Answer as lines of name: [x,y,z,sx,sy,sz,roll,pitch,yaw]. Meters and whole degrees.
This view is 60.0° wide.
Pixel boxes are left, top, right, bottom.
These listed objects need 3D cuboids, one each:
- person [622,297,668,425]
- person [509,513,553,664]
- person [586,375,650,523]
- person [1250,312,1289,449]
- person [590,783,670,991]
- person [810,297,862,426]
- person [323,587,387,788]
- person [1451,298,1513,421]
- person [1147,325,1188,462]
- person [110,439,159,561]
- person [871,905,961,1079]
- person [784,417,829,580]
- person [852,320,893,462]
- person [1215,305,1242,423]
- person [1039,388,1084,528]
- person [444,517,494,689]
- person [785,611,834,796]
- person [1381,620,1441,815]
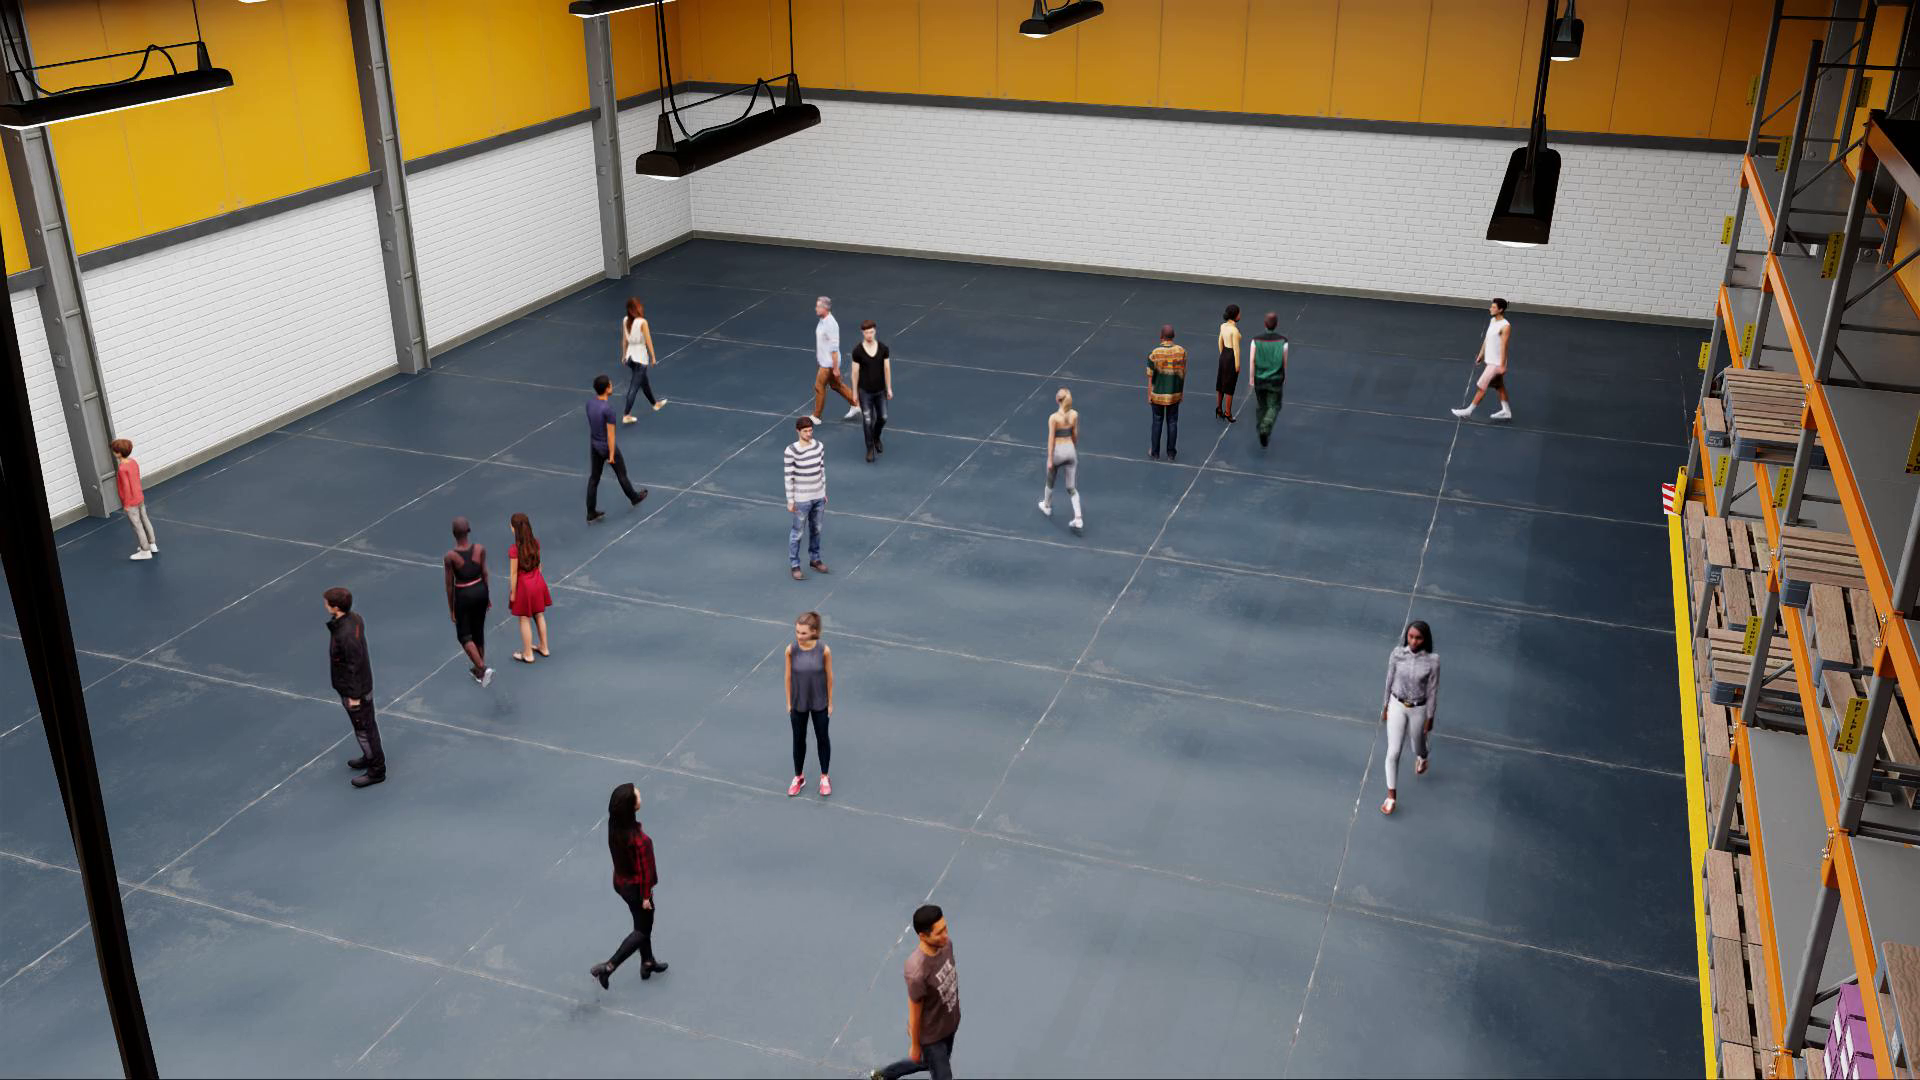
person: [-4.508,-2.438,22.941,0.821,1.738,1.174,16,28,32]
person: [-4.292,0.463,16.541,0.682,1.550,0.612,16,28,31]
person: [-4.303,-1.049,19.764,0.817,1.738,1.172,15,28,30]
person: [4.094,-2.107,22.078,0.632,1.824,0.999,8,25,18]
person: [-2.373,2.492,11.785,0.966,1.640,0.819,-20,31,-38]
person: [-1.719,-2.469,22.940,1.166,1.796,1.198,-6,24,-13]
person: [-5.230,1.243,14.392,0.850,1.840,0.773,-9,25,-20]
person: [7.478,-2.454,22.983,0.974,1.735,1.133,0,24,0]
person: [2.684,-1.914,21.657,0.780,1.806,0.785,-1,24,-2]
person: [-9.365,-0.473,18.848,0.639,1.417,0.509,-1,24,-1]
person: [-0.250,3.022,10.428,0.771,1.756,0.988,11,26,24]
person: [-1.691,-0.493,18.350,0.670,1.852,0.783,-16,28,-32]
person: [-1.159,-1.983,21.717,0.849,1.885,0.893,-5,24,-10]
person: [3.730,-2.458,23.092,0.721,1.654,0.662,-11,26,-23]
person: [1.259,-0.924,19.577,1.083,1.659,1.160,-10,26,-22]
person: [-4.648,0.637,15.906,0.952,1.739,0.938,-17,29,-34]
person: [-1.280,1.387,14.207,0.628,1.725,0.621,1,24,2]
person: [3.837,1.442,14.112,0.701,1.701,1.086,13,27,26]
